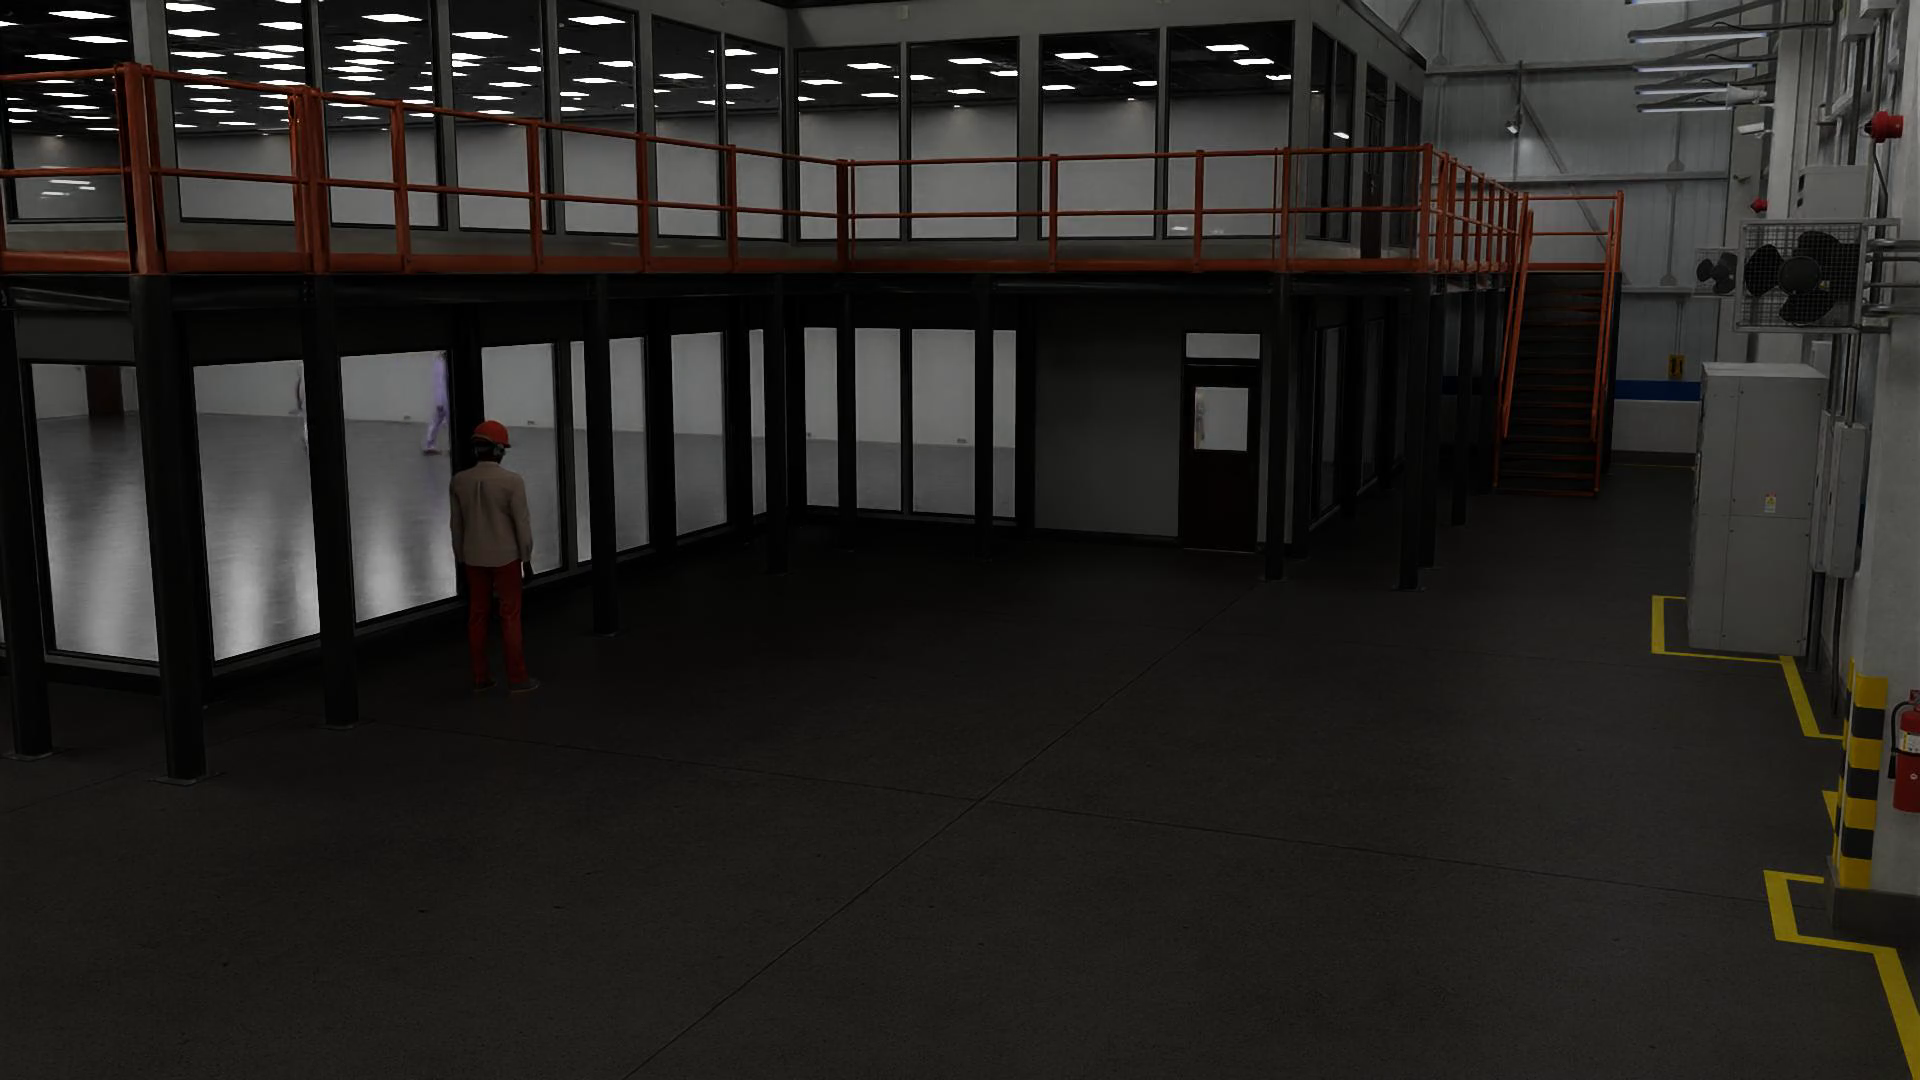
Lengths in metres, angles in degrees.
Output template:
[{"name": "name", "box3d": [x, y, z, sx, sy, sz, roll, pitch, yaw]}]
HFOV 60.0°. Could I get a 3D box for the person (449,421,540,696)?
[{"name": "person", "box3d": [-3.352, 0.135, 11.991, 0.609, 1.986, 0.393, 2, 9, 13]}]
